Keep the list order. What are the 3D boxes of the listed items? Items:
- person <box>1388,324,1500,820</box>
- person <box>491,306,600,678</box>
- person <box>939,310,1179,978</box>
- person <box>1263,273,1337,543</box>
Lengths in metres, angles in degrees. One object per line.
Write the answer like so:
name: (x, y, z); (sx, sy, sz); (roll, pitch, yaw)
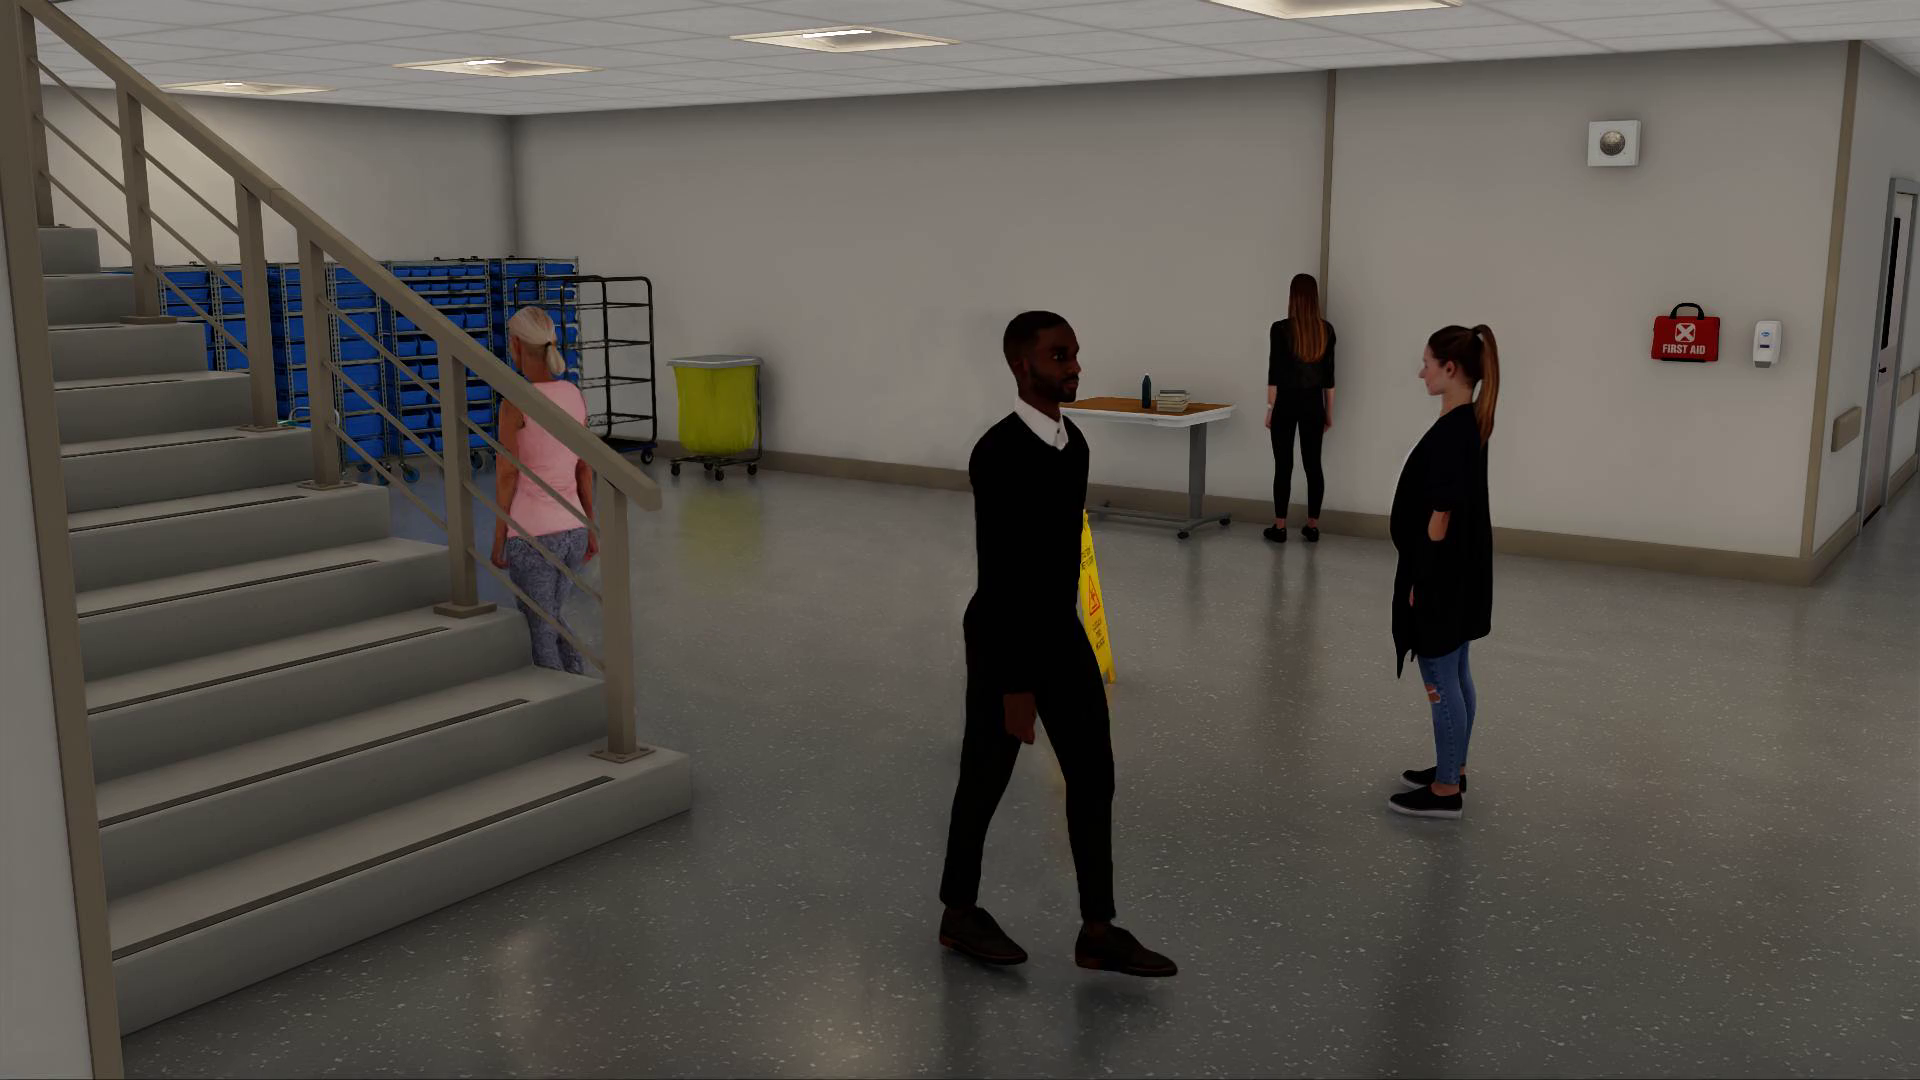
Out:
person: (1.676, 0.107, 5.701); (0.593, 1.692, 0.652); (6, 12, 27)
person: (-1.479, 0.008, 6.164); (0.566, 1.713, 0.540); (7, 13, 33)
person: (0.092, 0.293, 4.478); (0.922, 1.781, 0.673); (8, 13, 36)
person: (2.181, -0.848, 10.687); (0.663, 1.709, 0.728); (-2, 11, -8)
